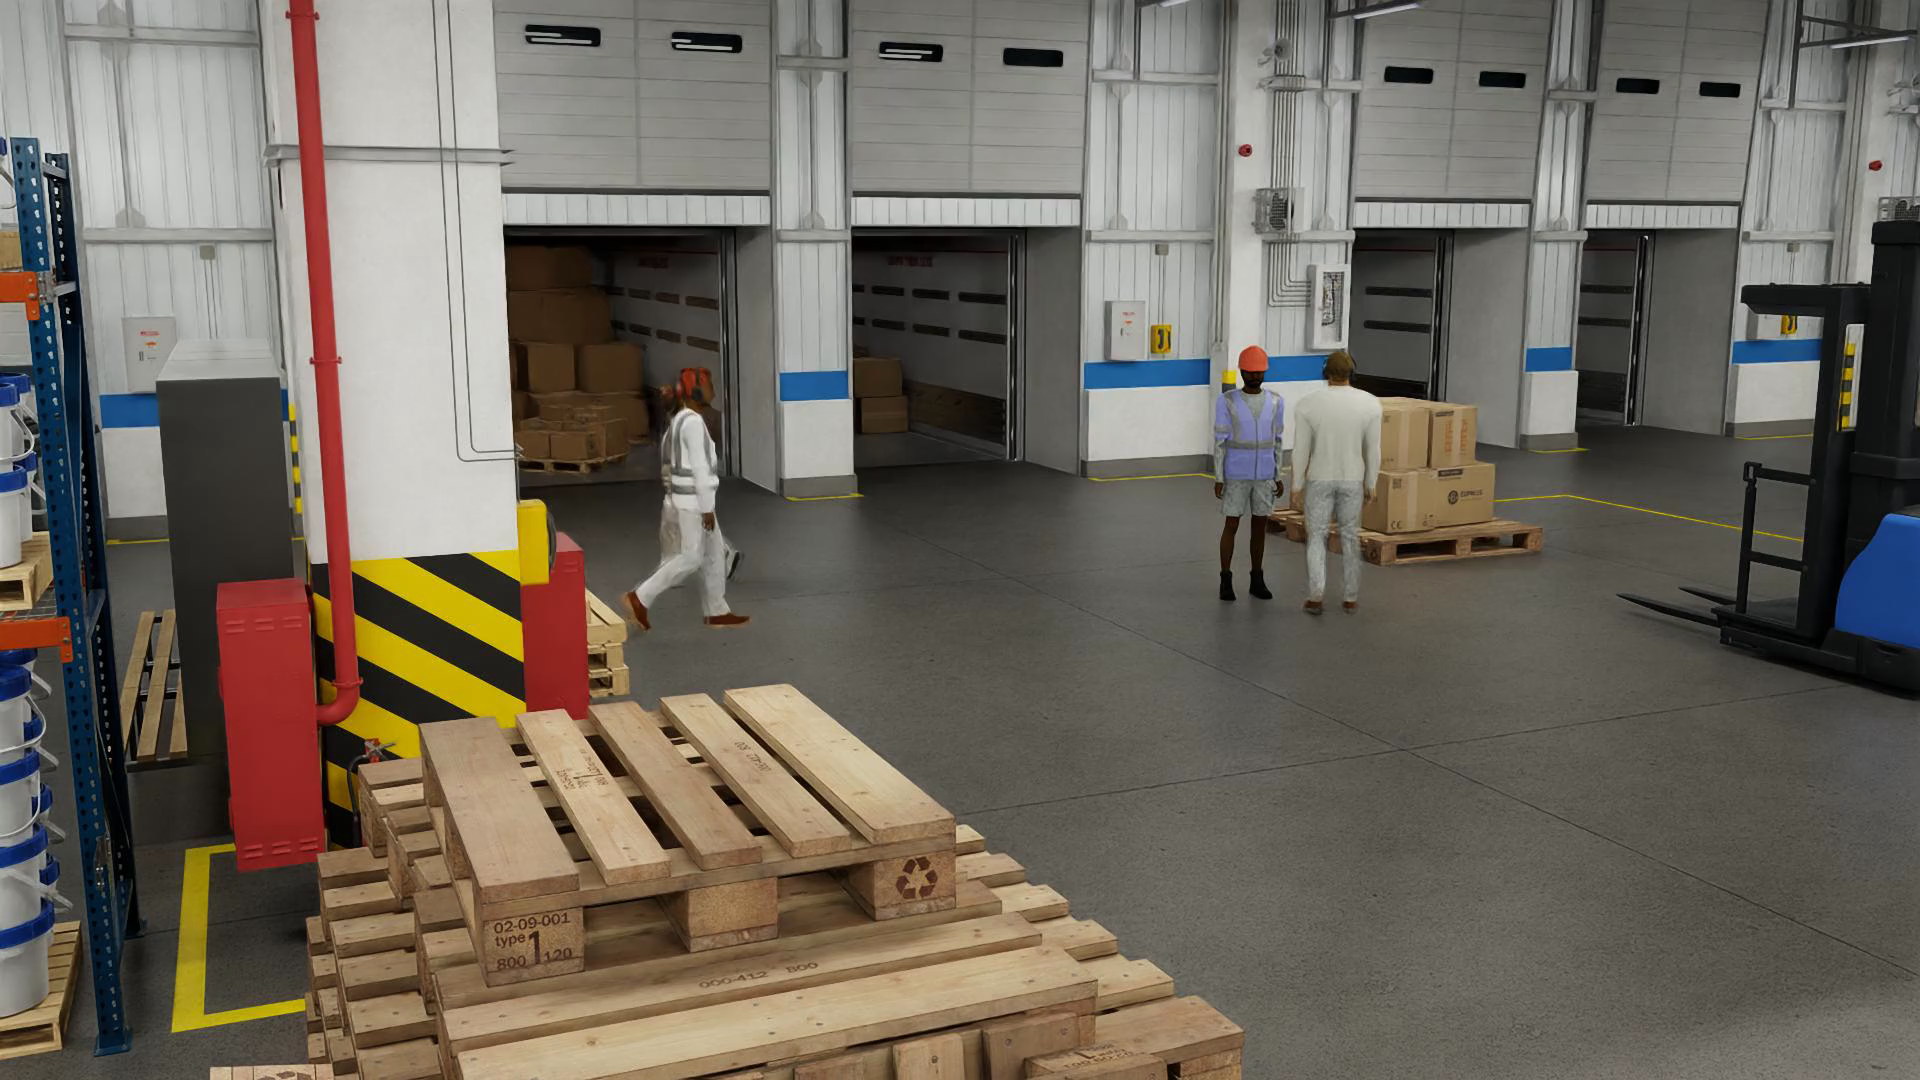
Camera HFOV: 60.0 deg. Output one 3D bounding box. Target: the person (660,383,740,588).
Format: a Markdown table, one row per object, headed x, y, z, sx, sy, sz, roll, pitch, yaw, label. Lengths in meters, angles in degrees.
| x | y | z | sx | sy | sz | roll | pitch | yaw | label |
| --- | --- | --- | --- | --- | --- | --- | --- | --- | --- |
| -2.110 | -0.423 | 12.996 | 0.662 | 1.616 | 0.519 | 0 | 10 | -1 | person |

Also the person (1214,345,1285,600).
| x | y | z | sx | sy | sz | roll | pitch | yaw | label |
| --- | --- | --- | --- | --- | --- | --- | --- | --- | --- |
| 2.189 | -0.501 | 12.549 | 0.553 | 1.935 | 0.364 | -2 | 10 | -10 | person |

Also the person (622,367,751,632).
| x | y | z | sx | sy | sz | roll | pitch | yaw | label |
| --- | --- | --- | --- | --- | --- | --- | --- | --- | --- |
| -1.903 | -0.264 | 11.480 | 0.816 | 1.857 | 0.582 | -2 | 10 | -9 | person |

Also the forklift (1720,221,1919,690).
| x | y | z | sx | sy | sz | roll | pitch | yaw | label |
| --- | --- | --- | --- | --- | --- | --- | --- | --- | --- |
| 5.949 | -0.550 | 10.218 | 1.129 | 2.768 | 1.873 | -4 | 11 | -23 | forklift |

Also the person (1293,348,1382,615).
| x | y | z | sx | sy | sz | roll | pitch | yaw | label |
| --- | --- | --- | --- | --- | --- | --- | --- | --- | --- |
| 2.729 | -0.416 | 12.081 | 0.635 | 1.937 | 0.359 | 1 | 10 | 5 | person |
